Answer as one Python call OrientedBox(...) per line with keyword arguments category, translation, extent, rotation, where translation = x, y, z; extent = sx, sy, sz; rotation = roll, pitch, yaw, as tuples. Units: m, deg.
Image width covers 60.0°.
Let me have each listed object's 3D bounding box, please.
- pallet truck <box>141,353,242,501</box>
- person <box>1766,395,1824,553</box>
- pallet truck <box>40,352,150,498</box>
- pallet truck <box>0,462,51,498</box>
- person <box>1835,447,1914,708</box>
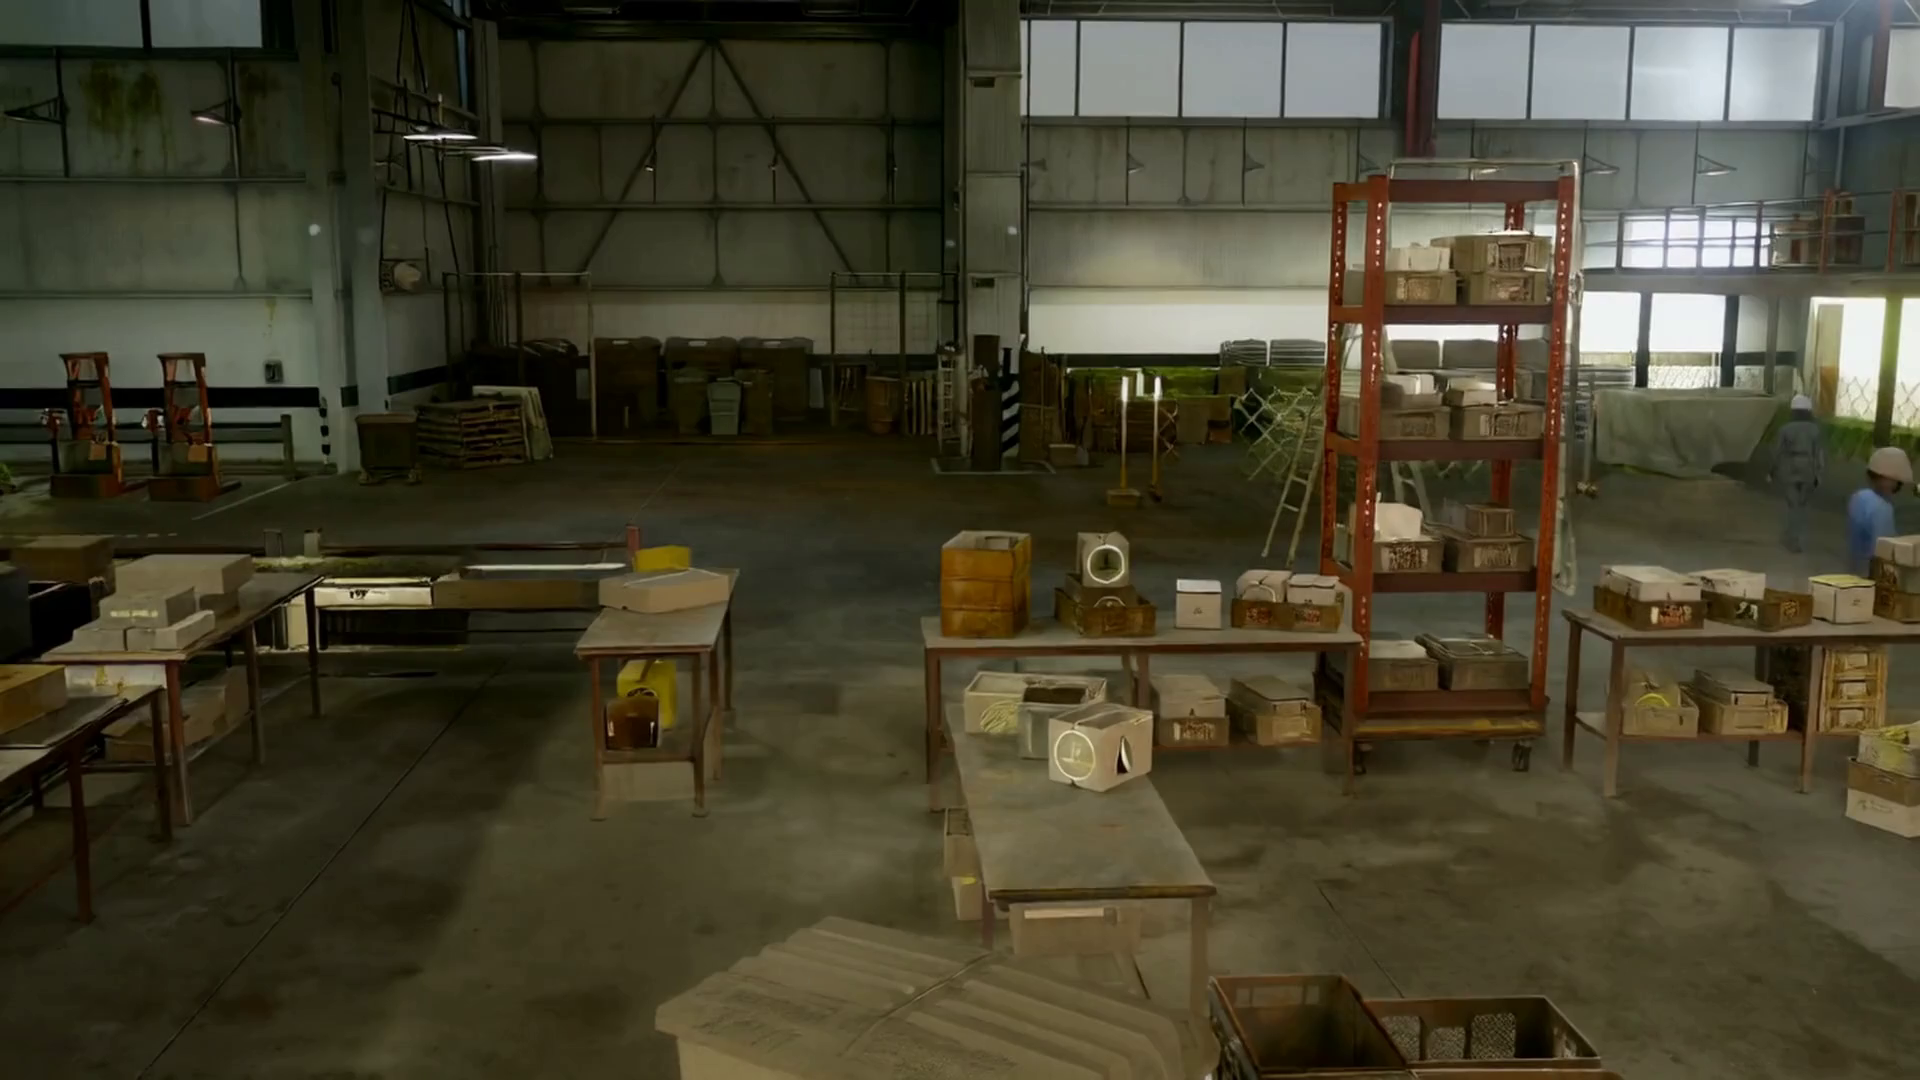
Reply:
OrientedBox(category="pallet truck", translation=(-10.520, -1.604, 22.925), extent=(0.823, 1.965, 1.885), rotation=(-1, 9, -6))
OrientedBox(category="person", translation=(9.212, -0.744, 18.410), extent=(0.504, 1.702, 0.860), rotation=(0, 9, 3))
OrientedBox(category="pallet truck", translation=(-11.907, -1.642, 23.165), extent=(0.823, 1.965, 1.885), rotation=(0, 9, 0))
OrientedBox(category="pallet truck", translation=(-13.193, -1.293, 23.148), extent=(0.653, 1.274, 1.630), rotation=(-1, 9, -4))
OrientedBox(category="person", translation=(6.138, 0.326, 11.106), extent=(0.547, 1.897, 0.565), rotation=(3, 9, 15))
